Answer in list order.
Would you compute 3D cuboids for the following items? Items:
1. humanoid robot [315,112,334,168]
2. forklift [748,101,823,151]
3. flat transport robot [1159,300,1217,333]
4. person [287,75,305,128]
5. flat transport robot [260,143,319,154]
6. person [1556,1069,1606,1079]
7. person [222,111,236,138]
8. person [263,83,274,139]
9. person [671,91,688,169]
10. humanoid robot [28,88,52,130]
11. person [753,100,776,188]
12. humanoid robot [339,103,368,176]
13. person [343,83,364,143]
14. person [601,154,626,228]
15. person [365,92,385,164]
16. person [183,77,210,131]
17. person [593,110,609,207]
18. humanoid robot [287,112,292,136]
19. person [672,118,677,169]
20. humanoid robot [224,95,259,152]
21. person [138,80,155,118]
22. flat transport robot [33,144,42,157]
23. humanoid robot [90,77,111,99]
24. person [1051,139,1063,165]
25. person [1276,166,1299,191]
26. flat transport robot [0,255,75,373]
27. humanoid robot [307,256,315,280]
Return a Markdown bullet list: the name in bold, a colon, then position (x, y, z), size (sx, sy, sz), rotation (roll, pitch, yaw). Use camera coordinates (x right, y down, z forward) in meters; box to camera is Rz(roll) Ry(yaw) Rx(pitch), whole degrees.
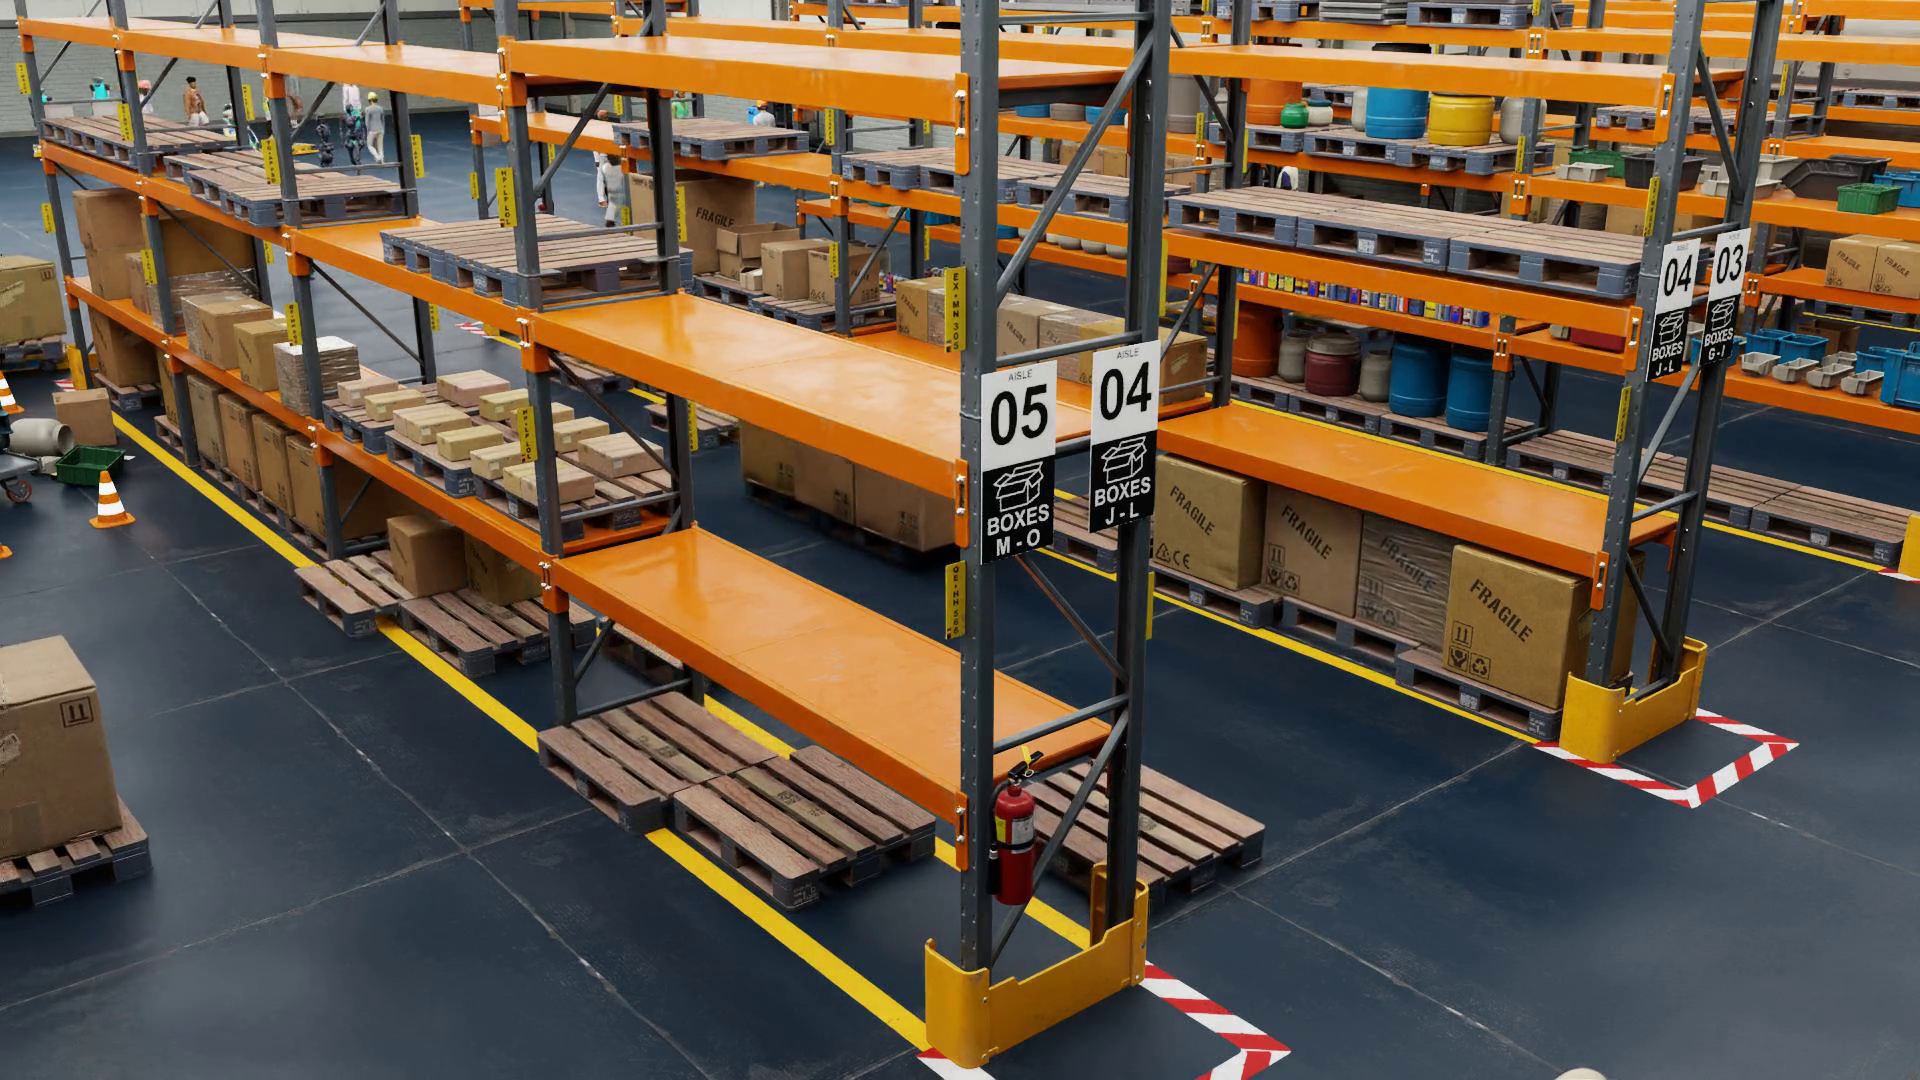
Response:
- **humanoid robot**: position (-13.415, -8.249, 35.330), size (0.652, 1.636, 0.609), rotation (-2, 19, -5)
- **forklift**: position (-4.526, -11.368, 42.374), size (1.129, 2.768, 1.873), rotation (-15, 24, -37)
- **flat transport robot**: position (3.254, -3.033, 22.567), size (0.659, 0.231, 1.431), rotation (-14, 24, -34)
- **person**: position (-19.309, -12.904, 48.280), size (0.507, 1.857, 0.460), rotation (14, 24, 35)
- **flat transport robot**: position (-17.024, -9.933, 42.206), size (1.431, 0.231, 0.659), rotation (11, 22, 29)
- **person**: position (1.732, 2.355, 4.926), size (0.393, 1.800, 0.593), rotation (-17, 25, -40)
- **person**: position (-14.649, -7.773, 33.733), size (0.499, 1.833, 1.081), rotation (6, 20, 16)
- **person**: position (-18.572, -11.575, 44.736), size (0.322, 1.691, 0.530), rotation (-7, 21, -20)
- **person**: position (-6.391, -9.412, 38.151), size (0.405, 1.979, 0.486), rotation (11, 22, 29)
- **humanoid robot**: position (-22.250, -10.100, 40.556), size (0.534, 1.837, 0.732), rotation (-5, 20, -14)
- **person**: position (-4.208, -8.540, 35.804), size (0.569, 1.889, 0.389), rotation (-11, 22, -29)
- **humanoid robot**: position (-13.689, -9.059, 37.634), size (0.602, 1.633, 0.684), rotation (-3, 20, -7)
- **person**: position (-15.976, -11.321, 43.707), size (0.489, 1.894, 0.536), rotation (9, 21, 23)
- **person**: position (-5.553, -5.467, 27.004), size (0.614, 1.926, 0.752), rotation (6, 20, 15)
- **person**: position (-13.721, -9.603, 39.013), size (0.368, 1.752, 0.554), rotation (12, 23, 32)
- **person**: position (-19.645, -11.020, 42.928), size (0.688, 1.832, 0.836), rotation (6, 20, 17)
- **person**: position (-7.064, -7.591, 33.110), size (0.356, 1.882, 0.574), rotation (11, 22, 28)
- **humanoid robot**: position (-15.510, -9.258, 38.266), size (0.764, 1.650, 0.601), rotation (7, 21, 20)
- **person**: position (-5.798, -7.597, 33.373), size (0.506, 1.705, 0.502), rotation (-4, 20, -10)
- **humanoid robot**: position (-16.382, -9.237, 38.155), size (0.690, 1.891, 0.538), rotation (12, 23, 31)
- **person**: position (-19.035, -9.776, 39.106), size (0.438, 2.027, 0.629), rotation (-8, 21, -21)
- **flat transport robot**: position (-22.953, -9.814, 41.865), size (0.659, 0.231, 1.431), rotation (-10, 22, -26)
- **humanoid robot**: position (-22.645, -11.185, 43.669), size (0.558, 1.854, 0.831), rotation (3, 20, 8)
- **person**: position (1.732, -6.935, 31.432), size (0.415, 1.756, 0.548), rotation (-3, 20, -9)
- **person**: position (5.325, -5.477, 27.140), size (0.390, 1.850, 0.565), rotation (7, 21, 19)
- **flat transport robot**: position (-11.404, -2.166, 20.099), size (1.431, 0.231, 0.659), rotation (-10, 22, -26)
- **humanoid robot**: position (-10.096, -4.876, 25.716), size (0.616, 1.633, 0.703), rotation (2, 19, 5)
